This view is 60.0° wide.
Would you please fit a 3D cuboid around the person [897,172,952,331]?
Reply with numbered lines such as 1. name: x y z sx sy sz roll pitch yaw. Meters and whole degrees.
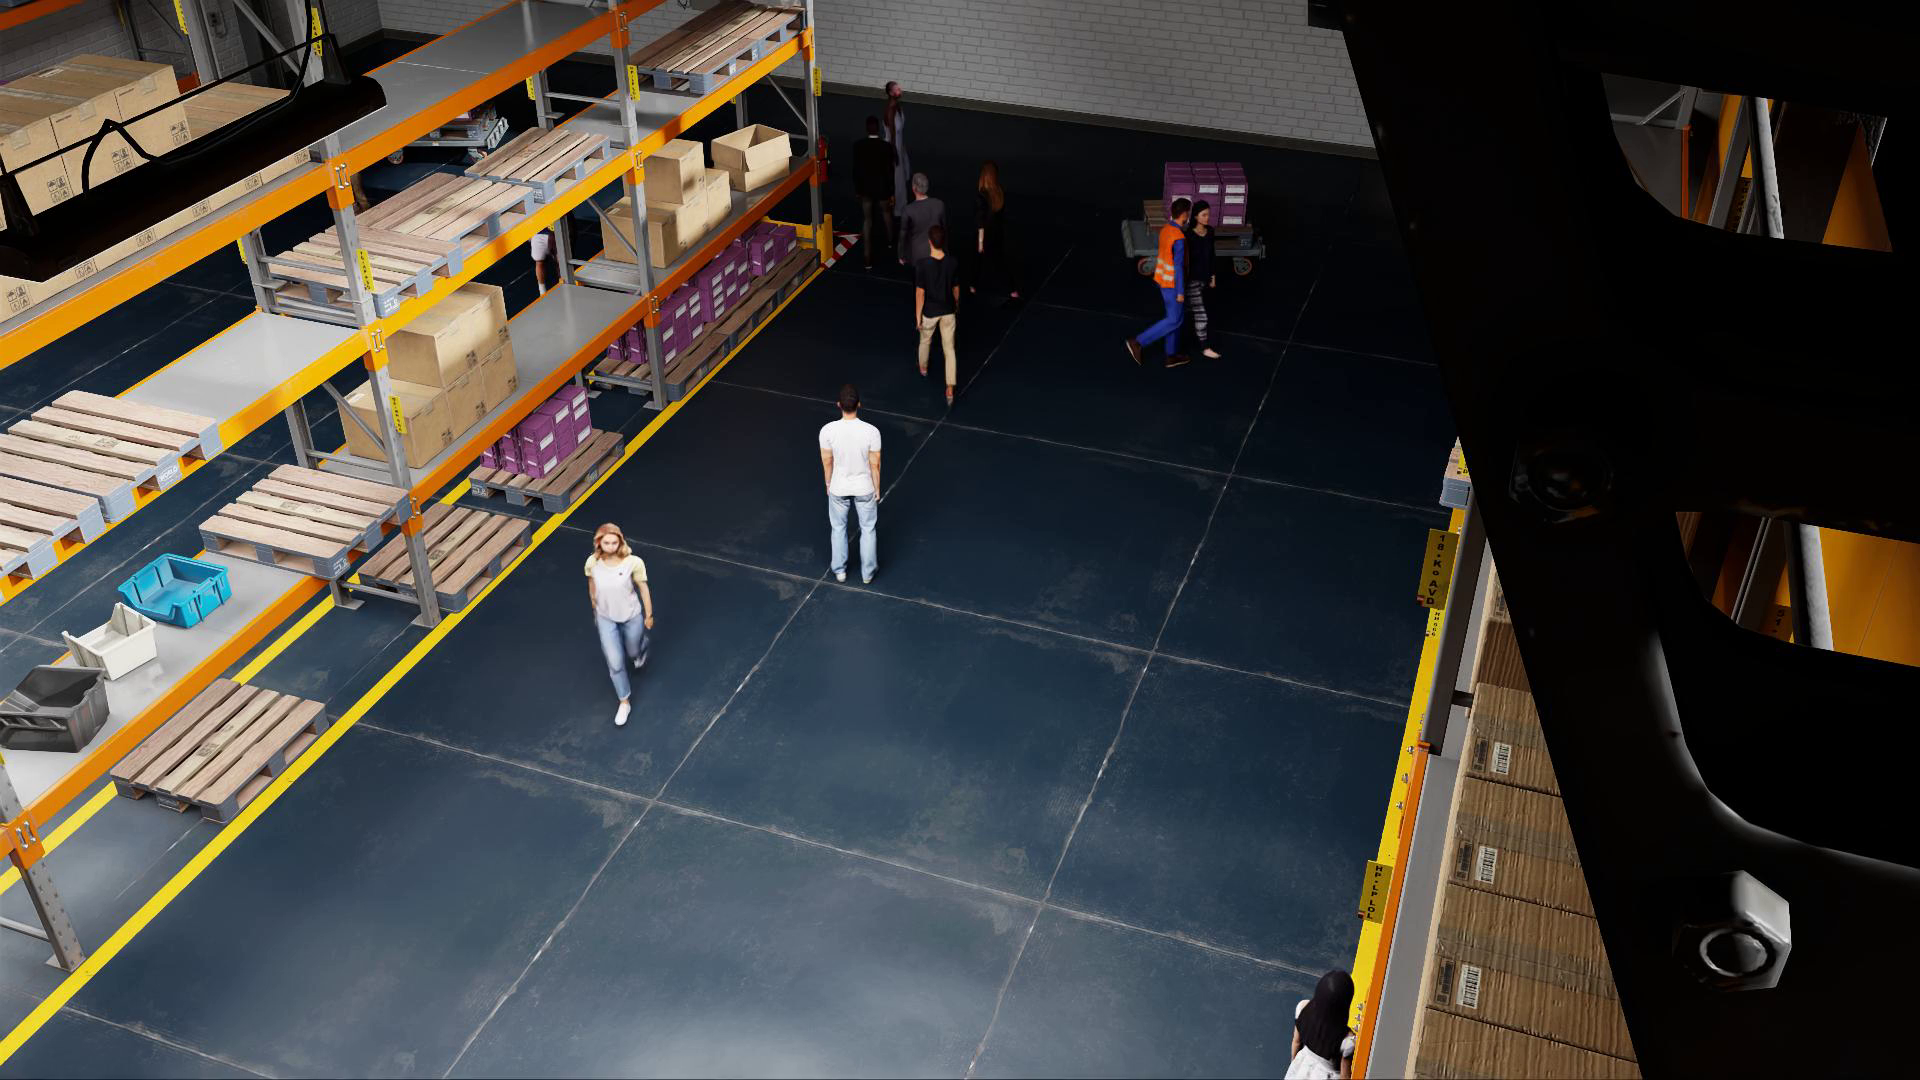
1. person: -0.363 -3.094 18.128 0.849 1.826 0.898 -13 36 -19

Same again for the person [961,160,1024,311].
1. person: 0.411 -3.382 18.704 1.006 1.668 1.170 25 41 33

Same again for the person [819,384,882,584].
1. person: -0.918 -0.465 14.142 0.735 1.860 0.674 1 34 2

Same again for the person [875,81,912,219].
1. person: -0.900 -4.873 20.854 0.704 1.771 0.748 6 34 9

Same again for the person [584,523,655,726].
1. person: -2.581 0.545 12.765 0.838 1.703 1.116 2 34 3

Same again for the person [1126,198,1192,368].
1. person: 2.137 -2.657 17.473 1.110 1.823 1.089 -2 34 -3

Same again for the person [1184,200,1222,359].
1. person: 2.467 -2.837 17.868 1.136 1.686 1.050 -24 40 -31

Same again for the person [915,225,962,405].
1. person: -0.186 -2.243 16.868 1.093 1.805 1.276 -8 34 -12

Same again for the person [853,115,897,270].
1. person: -1.034 -4.069 19.667 0.849 1.745 1.230 5 34 8

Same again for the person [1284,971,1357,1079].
1. person: 1.936 2.998 9.014 0.804 1.769 0.778 -24 40 -31
